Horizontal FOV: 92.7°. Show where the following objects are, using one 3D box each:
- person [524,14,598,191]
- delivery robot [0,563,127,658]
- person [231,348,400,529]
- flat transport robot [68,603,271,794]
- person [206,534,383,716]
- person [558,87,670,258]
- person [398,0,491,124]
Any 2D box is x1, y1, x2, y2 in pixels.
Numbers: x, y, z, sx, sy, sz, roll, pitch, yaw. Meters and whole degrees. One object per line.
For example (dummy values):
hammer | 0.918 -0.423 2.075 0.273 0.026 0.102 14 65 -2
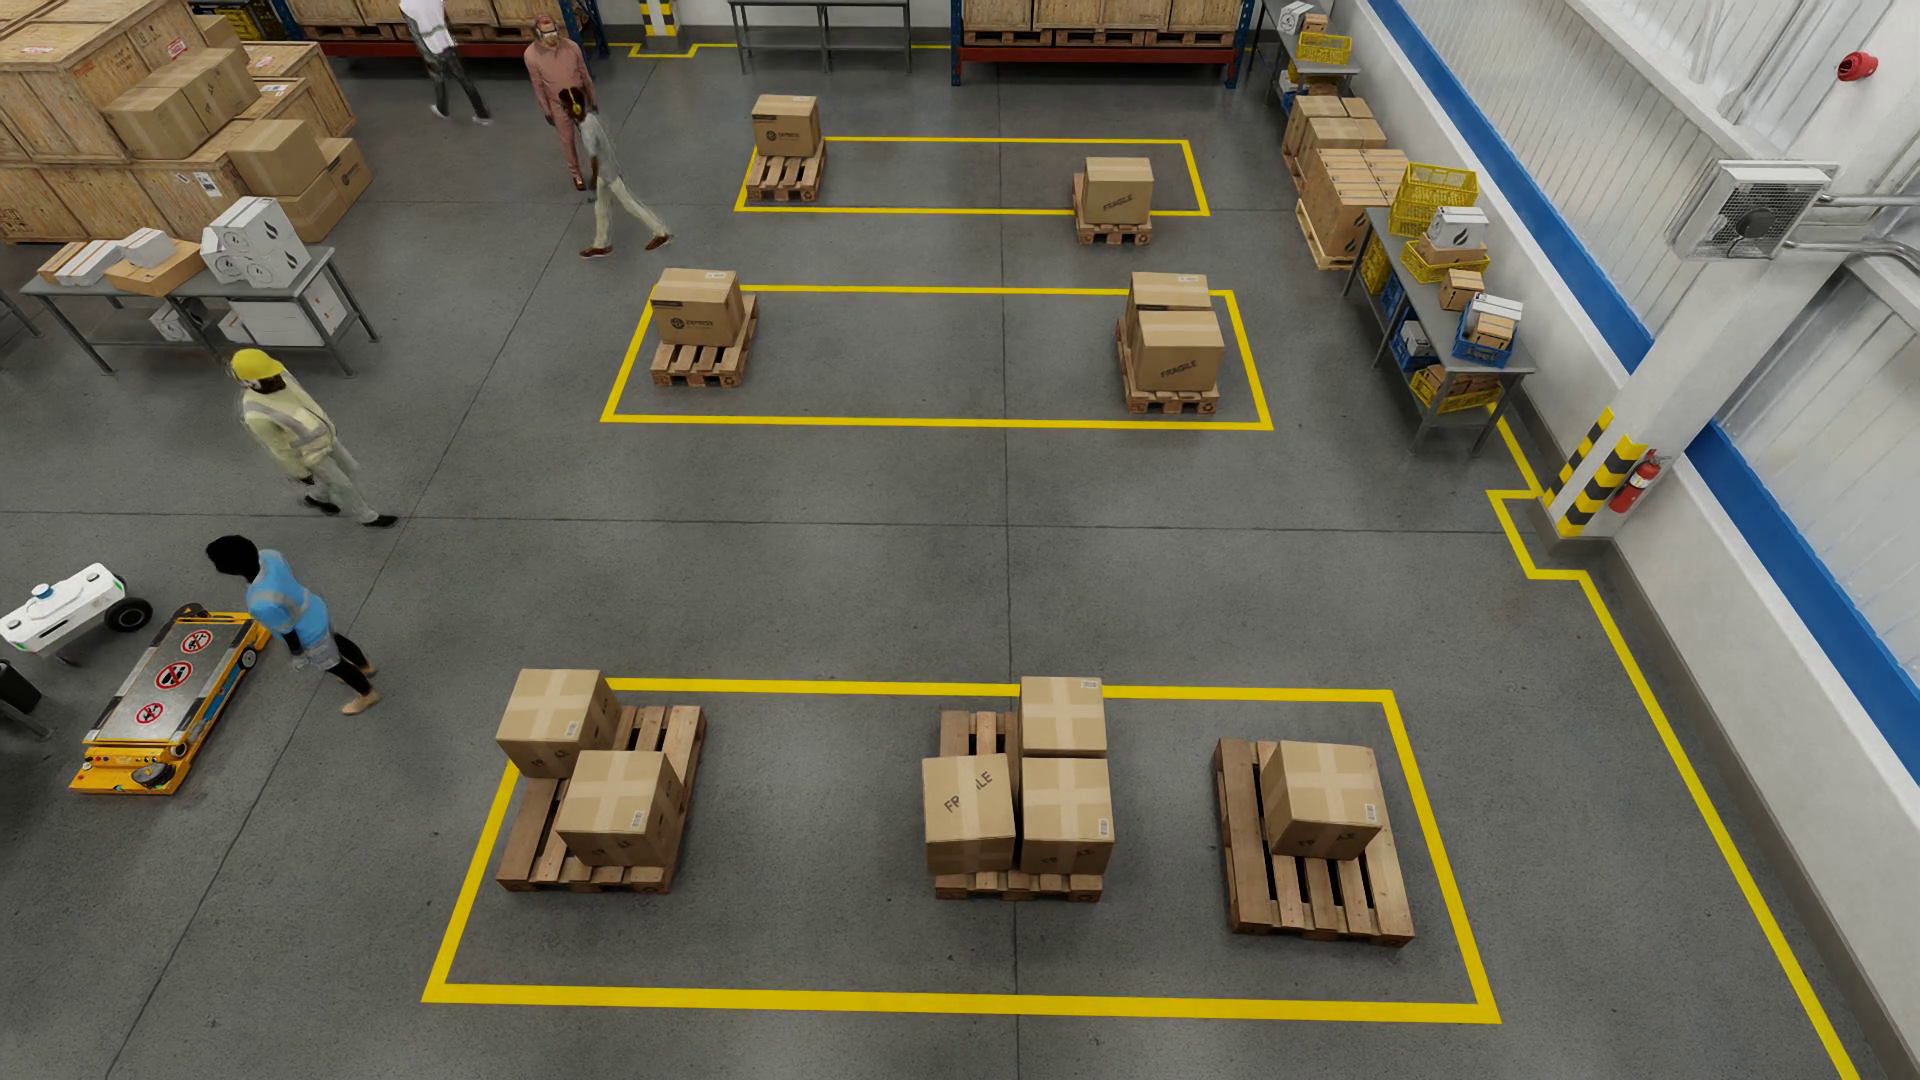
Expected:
person | -4.483 -5.005 10.529 0.646 1.901 0.400 -26 54 -20
delivery robot | -6.526 0.503 6.679 0.477 0.478 0.707 28 55 22
person | -4.986 -0.716 6.951 0.576 1.812 0.605 -7 50 -6
flat transport robot | -5.504 1.072 6.442 0.652 0.197 1.431 1 50 1
person | -4.271 0.553 5.954 0.317 1.697 0.537 -21 53 -17
person | -3.696 -3.813 9.577 0.987 1.813 0.492 -22 53 -17
person | -6.642 -6.254 11.608 0.825 1.880 0.615 27 55 21
